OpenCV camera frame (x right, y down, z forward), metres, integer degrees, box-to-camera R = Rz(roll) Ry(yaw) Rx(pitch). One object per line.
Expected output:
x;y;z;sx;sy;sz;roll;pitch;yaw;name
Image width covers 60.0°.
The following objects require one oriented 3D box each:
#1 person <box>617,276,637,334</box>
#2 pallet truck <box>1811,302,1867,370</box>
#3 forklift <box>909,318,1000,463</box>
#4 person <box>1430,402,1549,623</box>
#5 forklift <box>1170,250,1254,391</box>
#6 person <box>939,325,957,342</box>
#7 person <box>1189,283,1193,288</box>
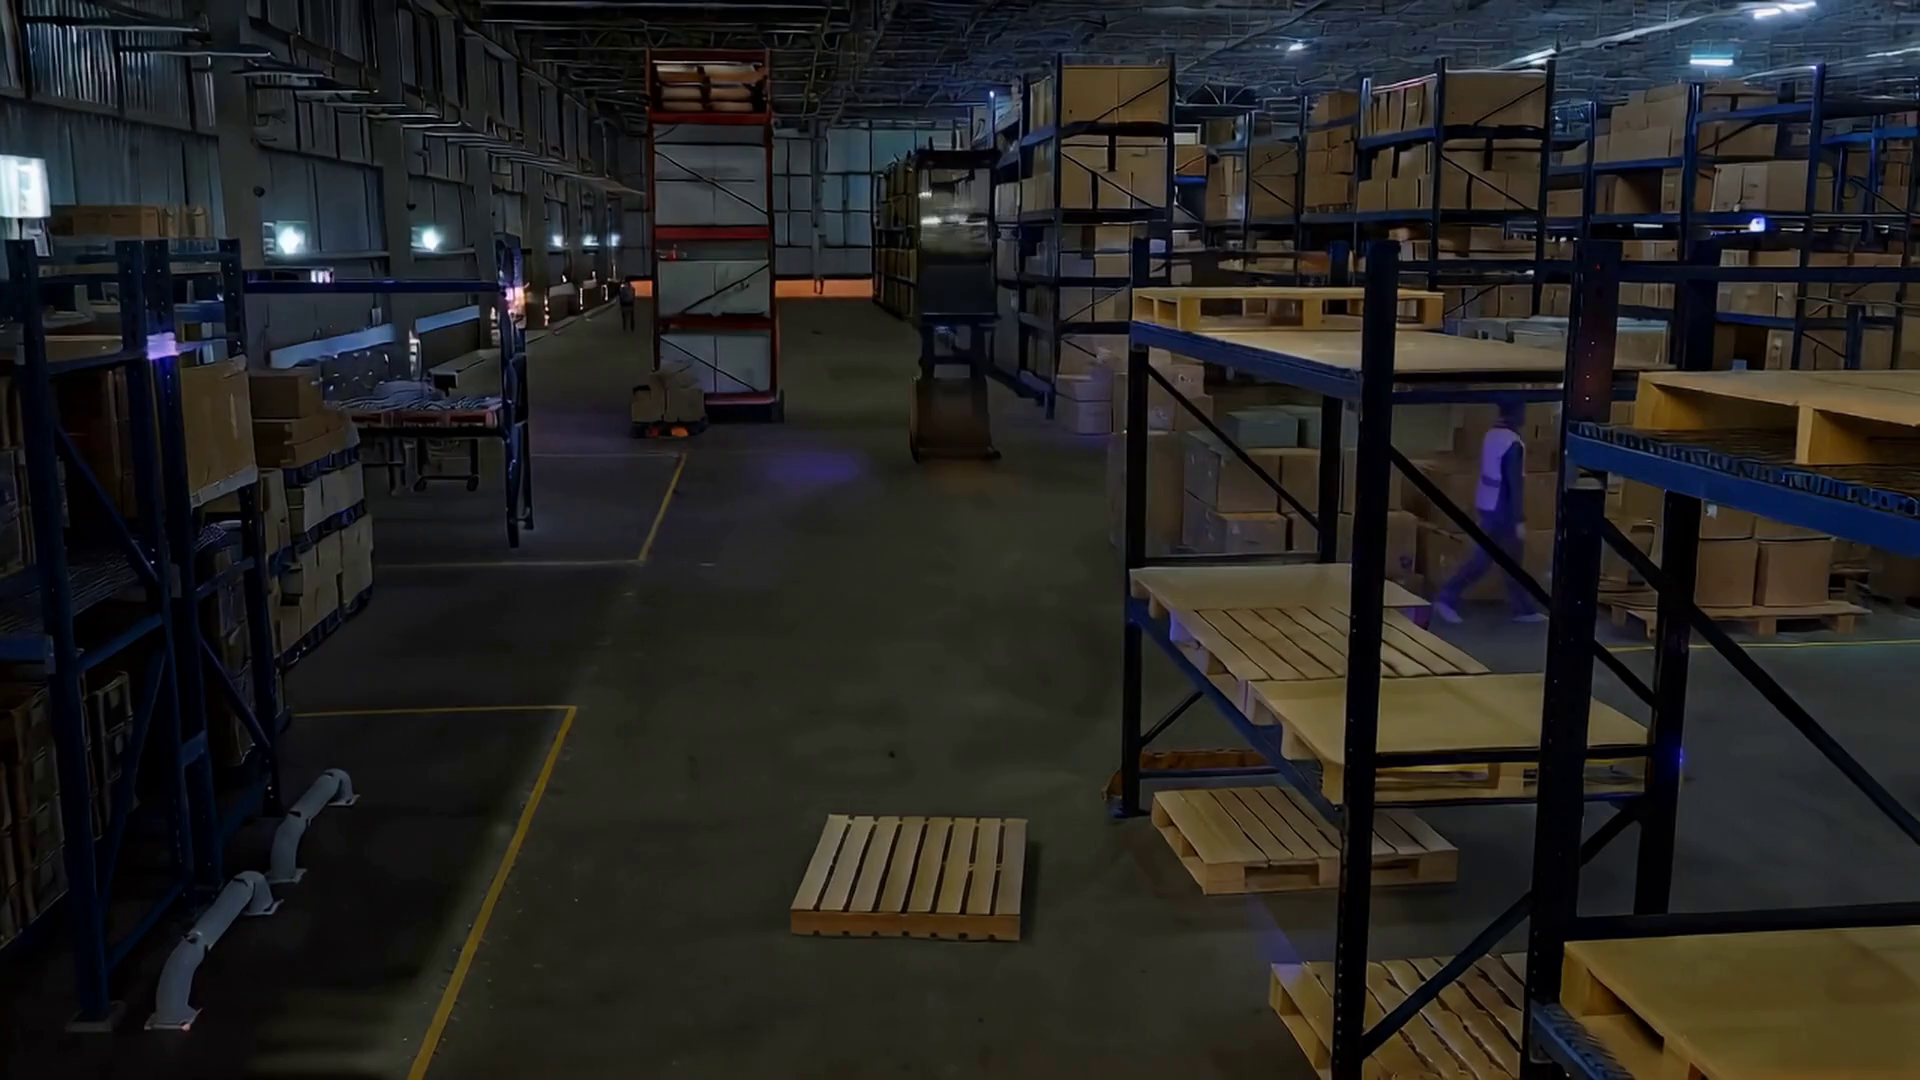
-10.805;-7.642;54.044;0.599;1.893;0.859;-3;11;-18;person
15.846;-3.142;28.793;1.885;1.965;0.823;2;10;12;pallet truck
-0.112;-2.574;23.195;1.129;2.768;1.873;-1;10;-6;forklift
4.230;-0.250;13.122;0.986;1.887;0.597;1;10;3;person
4.885;-4.419;33.419;1.873;2.768;1.129;-1;10;-6;forklift
-0.234;-6.574;48.320;0.772;1.816;0.618;4;11;21;person
6.982;-6.820;49.863;0.425;1.745;0.549;-2;10;-9;person
